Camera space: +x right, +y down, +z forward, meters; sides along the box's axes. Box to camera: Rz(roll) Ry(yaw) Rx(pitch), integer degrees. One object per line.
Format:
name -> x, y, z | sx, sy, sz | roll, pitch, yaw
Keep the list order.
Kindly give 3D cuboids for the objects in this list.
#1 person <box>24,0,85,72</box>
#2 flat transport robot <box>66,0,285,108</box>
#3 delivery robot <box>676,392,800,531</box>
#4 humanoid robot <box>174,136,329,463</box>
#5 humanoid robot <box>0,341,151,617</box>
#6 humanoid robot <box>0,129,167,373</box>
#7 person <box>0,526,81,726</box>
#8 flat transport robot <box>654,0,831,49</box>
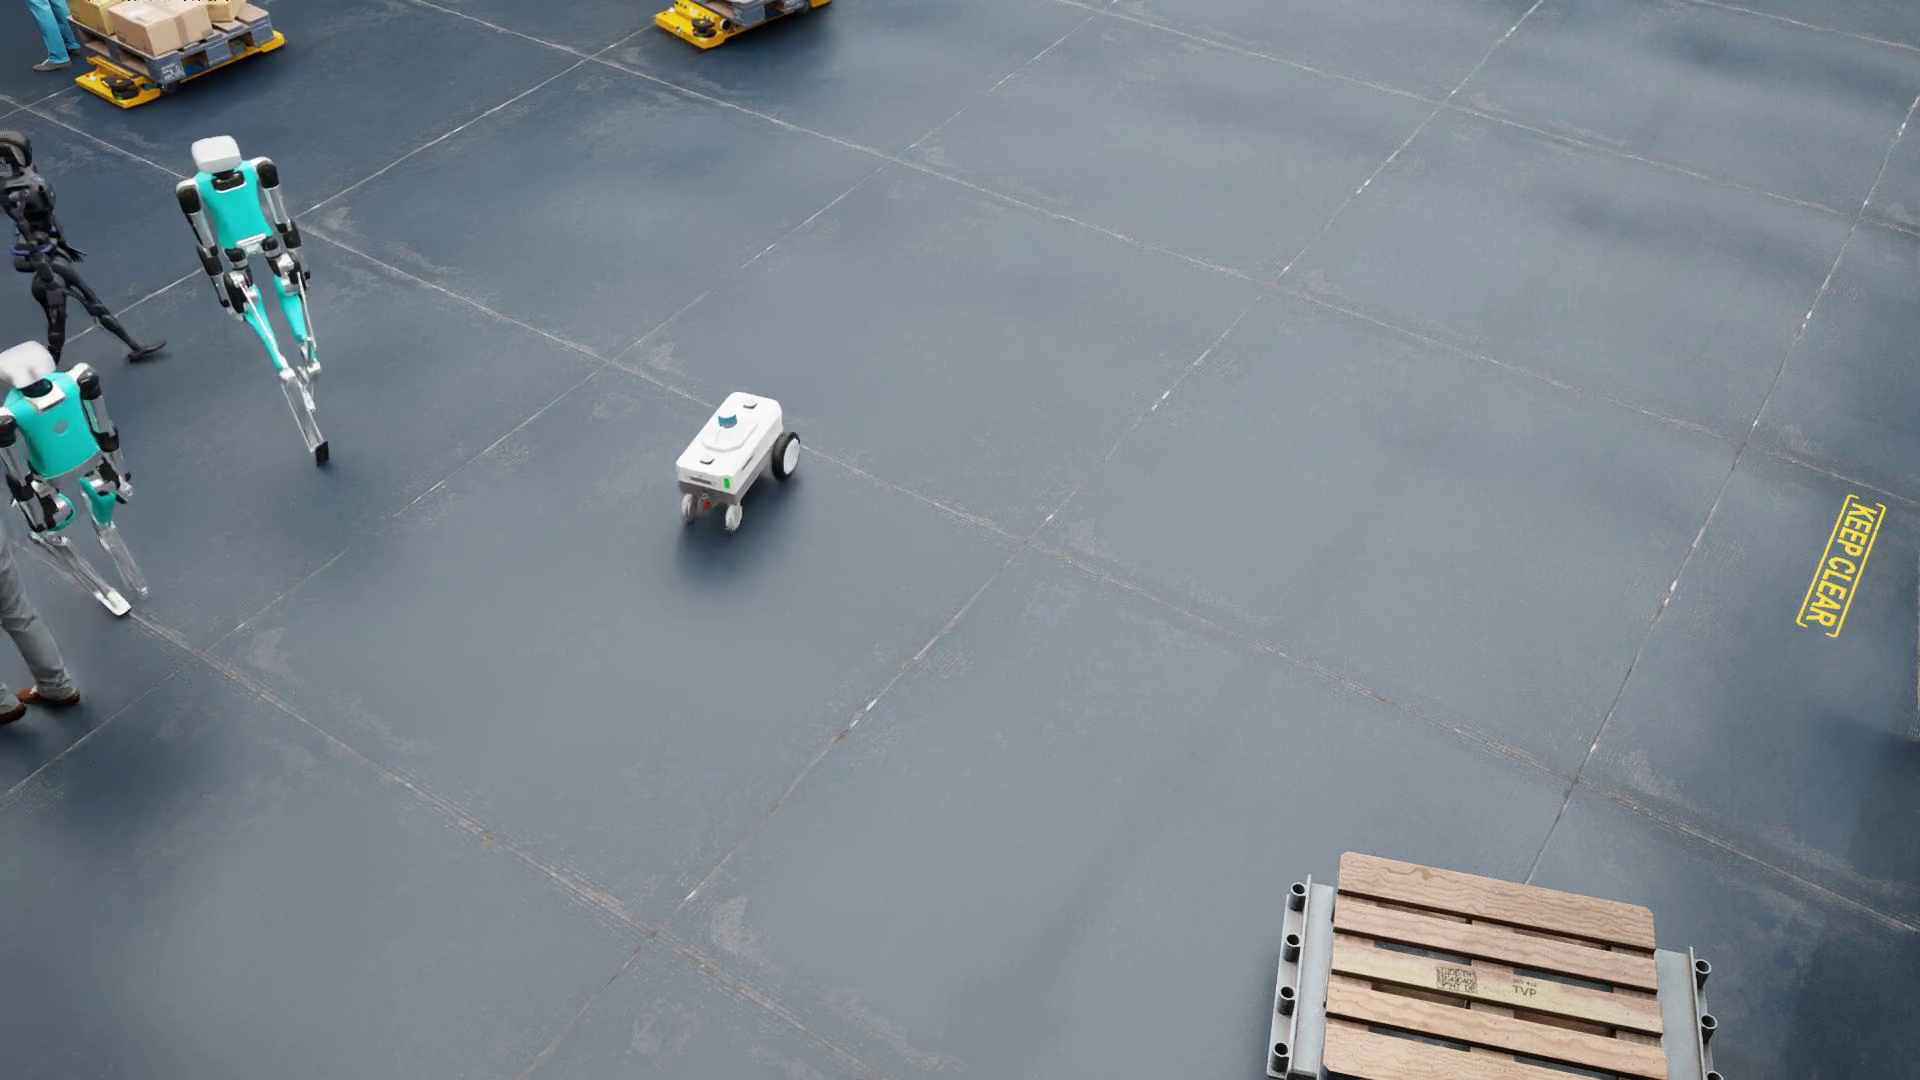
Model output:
person -> -7.103, -4.470, 12.597 | 0.390, 1.846, 0.565 | 1, 42, 2
flat transport robot -> -6.111, -3.805, 13.037 | 0.659, 0.231, 1.431 | 27, 48, 27
delivery robot -> -1.247, -0.470, 9.082 | 0.499, 0.583, 0.767 | 14, 44, 15
humanoid robot -> -3.729, -1.256, 9.130 | 0.547, 1.830, 0.858 | -25, 48, -26
humanoid robot -> -4.323, -0.250, 7.994 | 0.826, 1.814, 0.540 | 27, 48, 27
humanoid robot -> -5.206, -1.604, 9.553 | 0.763, 1.621, 0.609 | -11, 43, -12
person -> -4.545, 0.101, 7.467 | 0.614, 1.876, 0.654 | 2, 42, 3
flat transport robot -> -1.758, -4.459, 13.769 | 1.431, 0.231, 0.659 | -33, 51, -31
